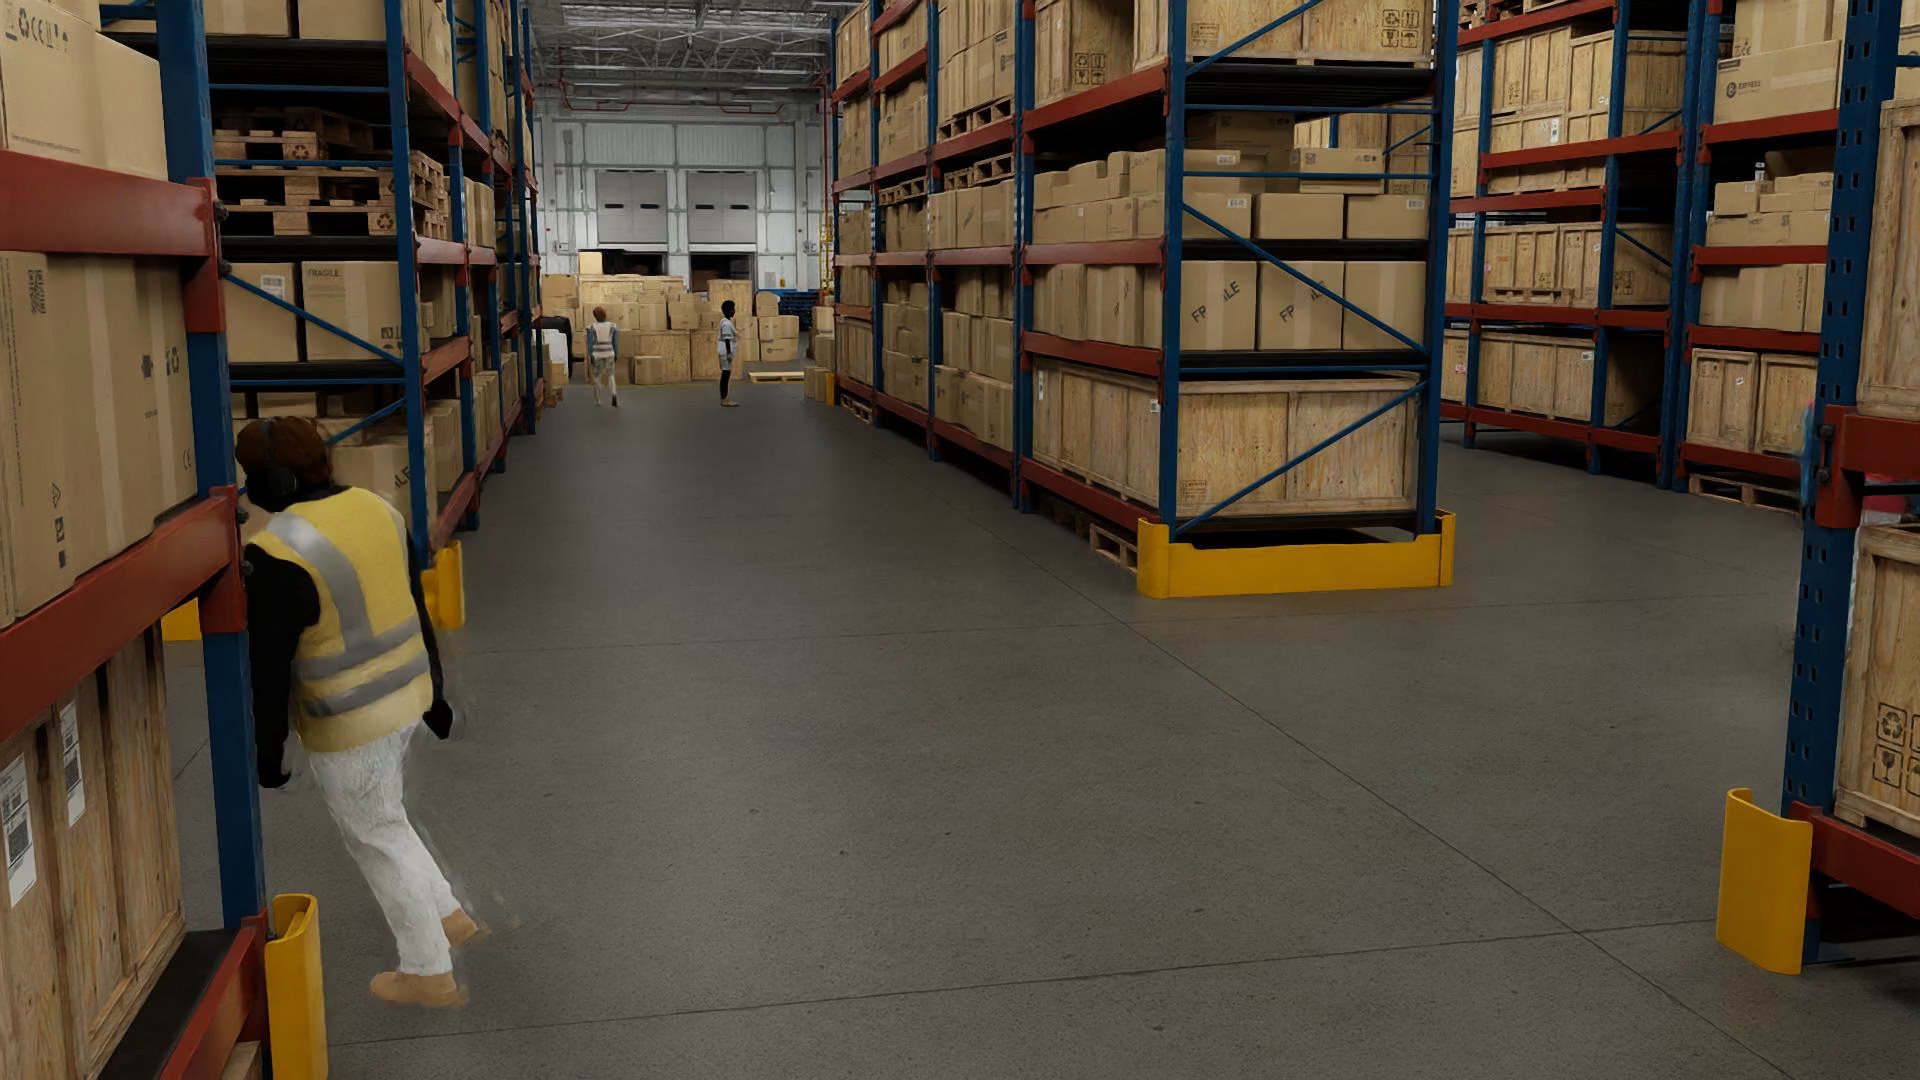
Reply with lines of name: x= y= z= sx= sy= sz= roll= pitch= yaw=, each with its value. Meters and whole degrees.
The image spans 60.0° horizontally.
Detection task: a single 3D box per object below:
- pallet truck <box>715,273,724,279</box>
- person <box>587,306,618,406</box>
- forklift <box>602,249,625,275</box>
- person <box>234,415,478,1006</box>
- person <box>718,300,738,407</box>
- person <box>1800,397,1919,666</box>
pallet truck: x=-8.580 y=-8.986 z=62.280 sx=1.885 sy=1.965 sz=0.823 roll=1 pitch=9 yaw=5
person: x=-5.680 y=-2.927 z=26.529 sx=0.502 sy=1.614 sz=0.761 roll=-4 pitch=10 yaw=-21
forklift: x=-11.455 y=-8.235 z=55.018 sx=1.129 sy=2.768 sz=1.873 roll=8 pitch=12 yaw=40
person: x=-1.775 y=0.533 z=4.865 sx=0.567 sy=1.800 sz=0.642 roll=1 pitch=9 yaw=7
person: x=-3.708 y=-2.974 z=26.544 sx=0.320 sy=1.697 sz=0.537 roll=-2 pitch=9 yaw=-10
person: x=5.087 y=-0.204 z=9.284 sx=0.564 sy=1.824 sz=0.630 roll=-5 pitch=10 yaw=-27
